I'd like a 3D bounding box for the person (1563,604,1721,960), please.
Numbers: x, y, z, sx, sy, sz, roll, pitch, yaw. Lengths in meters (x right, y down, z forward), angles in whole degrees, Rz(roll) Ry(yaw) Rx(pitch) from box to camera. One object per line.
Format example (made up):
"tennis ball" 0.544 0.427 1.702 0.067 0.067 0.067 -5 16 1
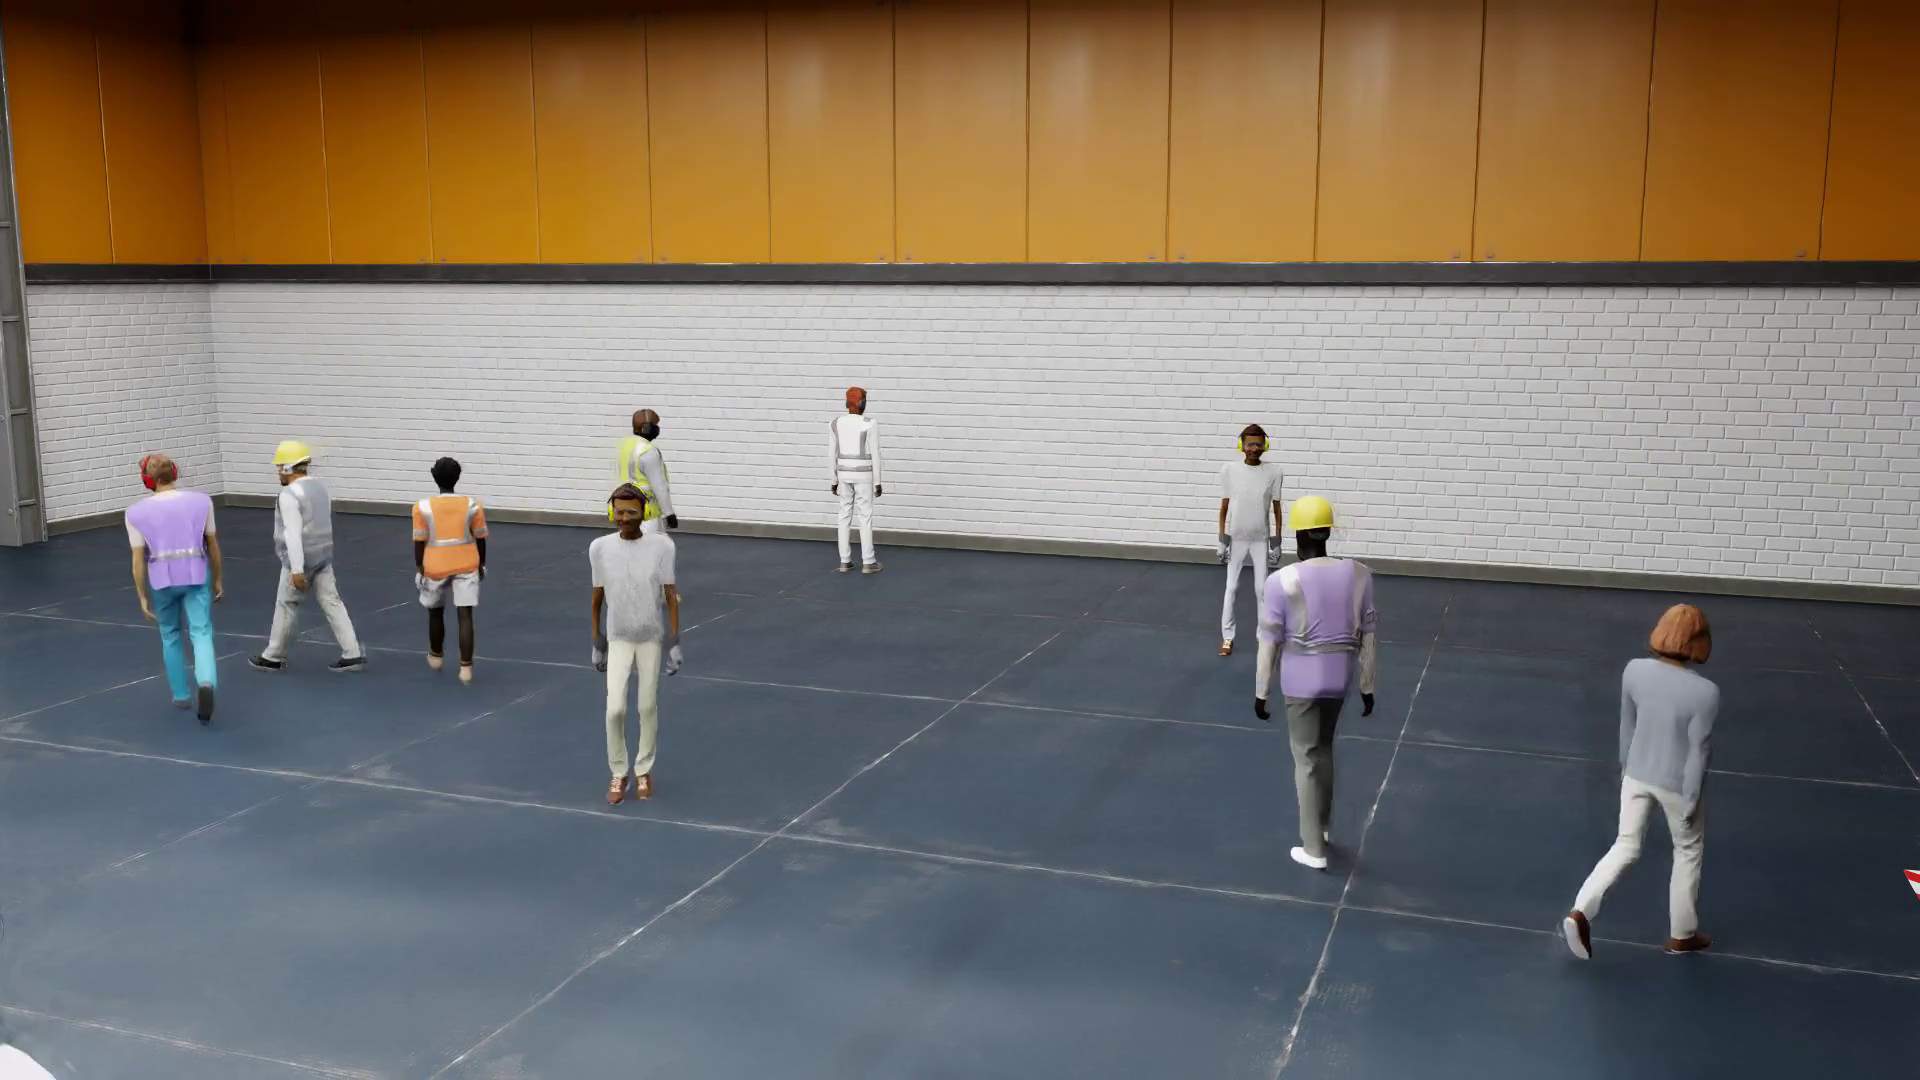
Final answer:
"person" 3.019 1.075 7.284 0.745 1.607 0.502 -6 11 -32

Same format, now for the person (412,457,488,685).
"person" -3.806 0.210 12.427 0.553 1.655 0.820 -4 10 -23

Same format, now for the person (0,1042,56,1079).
"person" -1.904 1.580 3.188 0.619 1.900 0.464 5 10 27

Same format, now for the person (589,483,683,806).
"person" -1.838 0.597 9.475 0.512 1.852 0.571 -2 9 -11

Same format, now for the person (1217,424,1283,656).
"person" 2.281 0.006 13.116 0.508 1.859 0.348 2 9 10

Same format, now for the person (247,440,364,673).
"person" -4.949 0.137 12.566 0.916 1.780 0.614 2 9 11

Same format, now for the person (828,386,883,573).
"person" -1.049 -0.606 16.810 0.573 1.886 0.359 4 10 24

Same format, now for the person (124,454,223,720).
"person" -5.303 0.318 11.305 0.596 1.813 0.810 -6 11 -32

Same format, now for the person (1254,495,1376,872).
"person" 1.794 0.713 8.556 0.628 1.905 0.654 -3 10 -17

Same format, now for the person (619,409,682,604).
"person" -2.715 -0.262 14.892 0.719 1.819 0.632 -4 10 -25
